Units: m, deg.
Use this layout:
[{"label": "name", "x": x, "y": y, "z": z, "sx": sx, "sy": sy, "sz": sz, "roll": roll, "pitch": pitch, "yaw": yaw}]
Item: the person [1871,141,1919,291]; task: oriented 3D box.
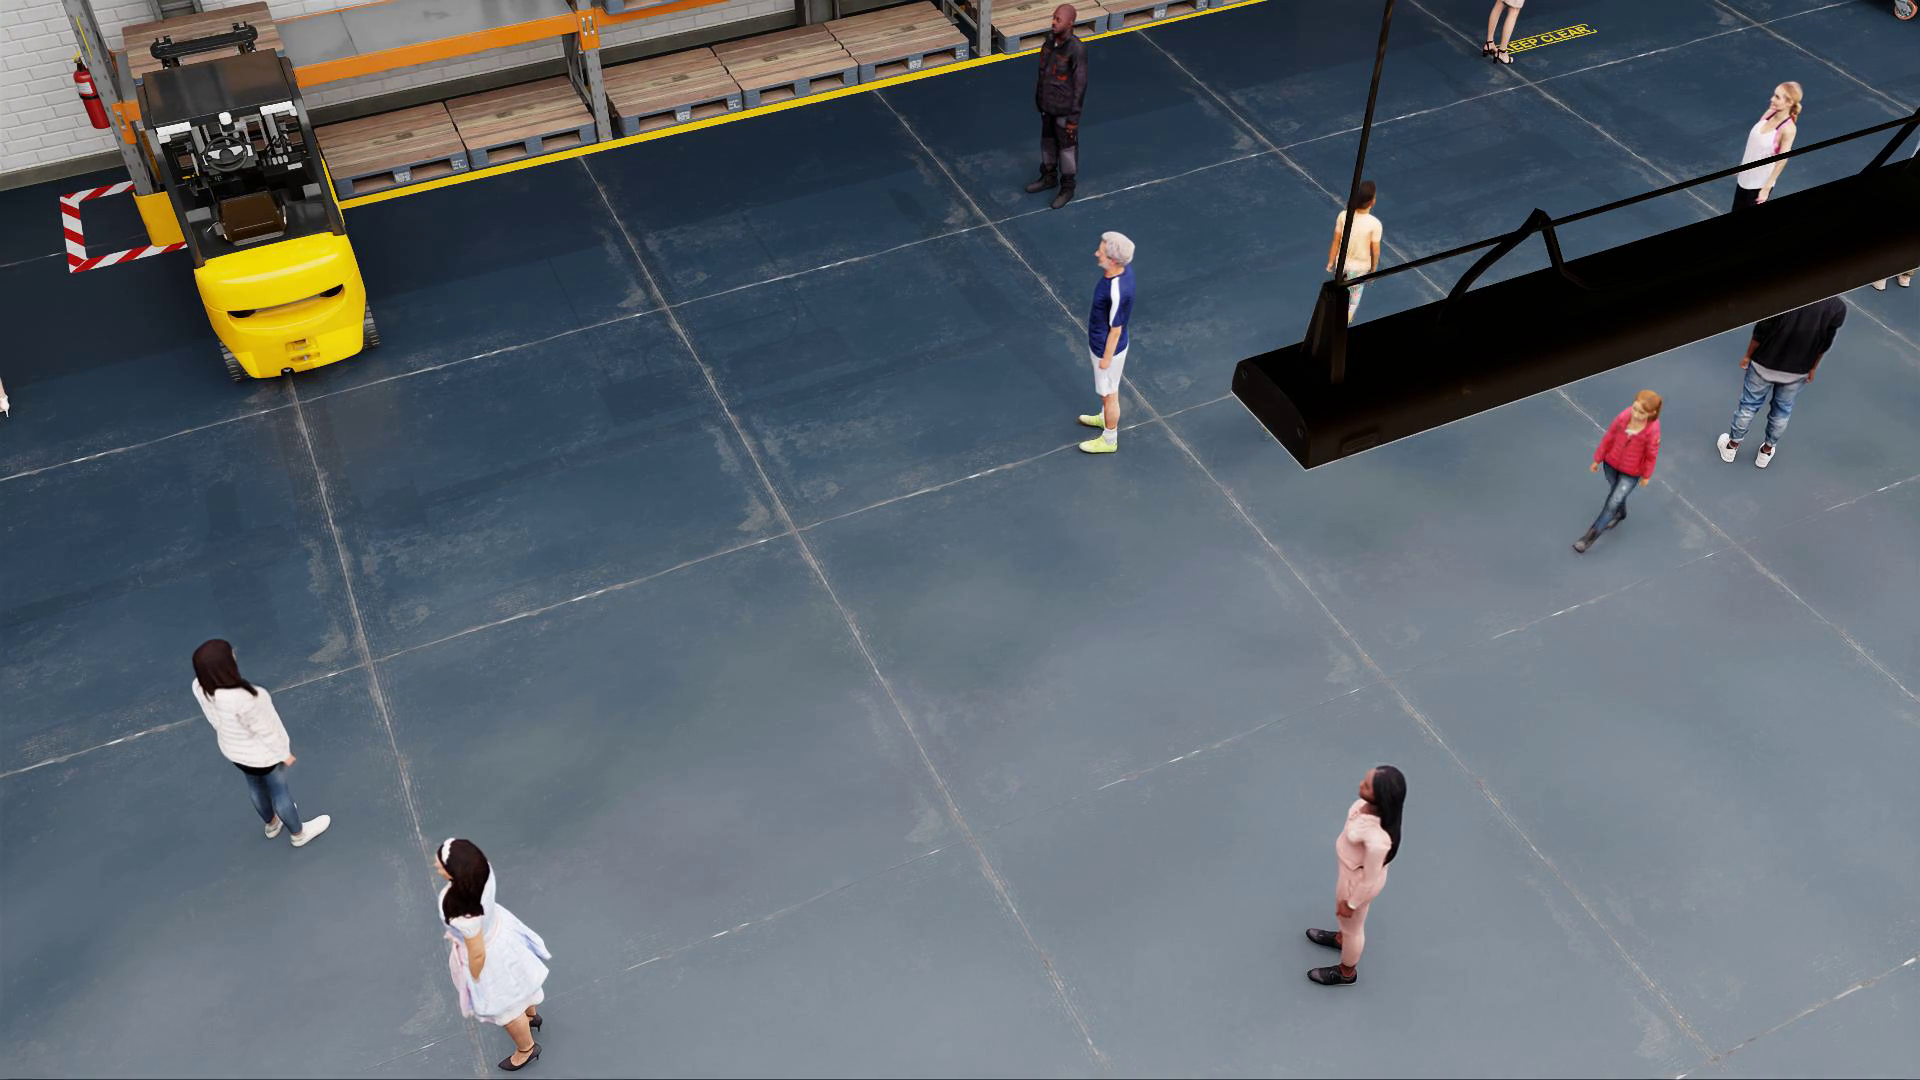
[{"label": "person", "x": 7.874, "y": -2.854, "z": 13.515, "sx": 0.614, "sy": 1.812, "sz": 0.798, "roll": -6, "pitch": 44, "yaw": -6}]

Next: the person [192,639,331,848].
[{"label": "person", "x": -4.015, "y": 1.156, "z": 9.431, "sx": 0.700, "sy": 1.638, "sz": 0.746, "roll": 17, "pitch": 46, "yaw": 17}]

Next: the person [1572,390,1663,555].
[{"label": "person", "x": 4.602, "y": -0.523, "z": 11.451, "sx": 0.951, "sy": 1.284, "sz": 0.668, "roll": -28, "pitch": 50, "yaw": -27}]

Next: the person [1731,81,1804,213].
[{"label": "person", "x": 6.524, "y": -2.933, "z": 13.616, "sx": 0.630, "sy": 1.788, "sz": 0.672, "roll": -4, "pitch": 44, "yaw": -5}]

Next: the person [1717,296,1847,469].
[{"label": "person", "x": 5.876, "y": -1.293, "z": 11.876, "sx": 0.780, "sy": 1.813, "sz": 0.836, "roll": 15, "pitch": 46, "yaw": 15}]

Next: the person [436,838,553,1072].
[{"label": "person", "x": -2.350, "y": 2.073, "z": 8.338, "sx": 0.848, "sy": 1.818, "sz": 0.811, "roll": -2, "pitch": 44, "yaw": -2}]

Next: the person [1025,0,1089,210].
[{"label": "person", "x": 0.888, "y": -3.825, "z": 14.525, "sx": 0.703, "sy": 1.825, "sz": 0.759, "roll": -31, "pitch": 51, "yaw": -28}]

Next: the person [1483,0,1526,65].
[{"label": "person", "x": 5.481, "y": -5.598, "z": 16.382, "sx": 0.481, "sy": 1.829, "sz": 0.569, "roll": -18, "pitch": 46, "yaw": -18}]

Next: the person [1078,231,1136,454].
[{"label": "person", "x": 1.077, "y": -1.437, "z": 12.008, "sx": 0.721, "sy": 1.839, "sz": 0.721, "roll": 2, "pitch": 44, "yaw": 2}]

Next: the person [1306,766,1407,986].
[{"label": "person", "x": 2.104, "y": 1.753, "z": 8.745, "sx": 0.724, "sy": 1.721, "sz": 0.698, "roll": 8, "pitch": 44, "yaw": 8}]

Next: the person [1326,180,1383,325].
[{"label": "person", "x": 3.041, "y": -2.102, "z": 12.995, "sx": 0.842, "sy": 1.440, "sz": 1.022, "roll": 25, "pitch": 49, "yaw": 24}]
